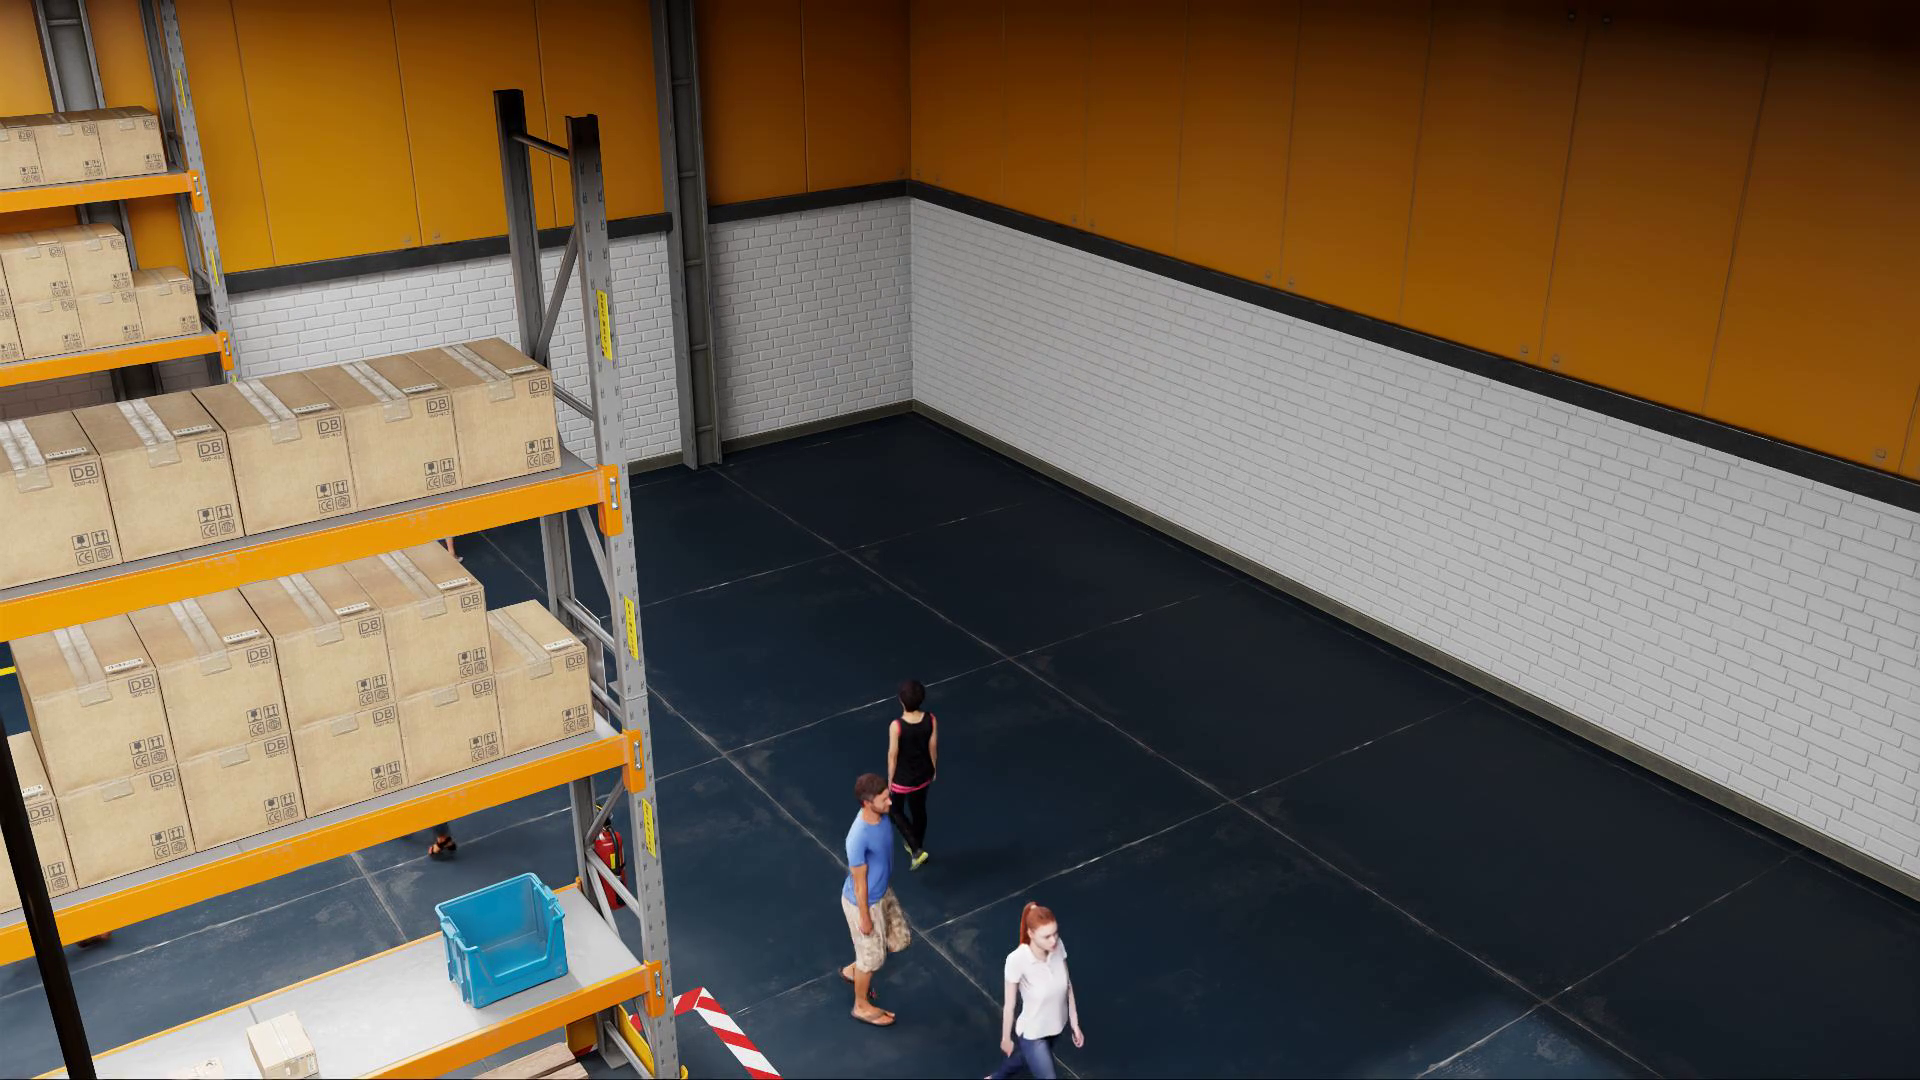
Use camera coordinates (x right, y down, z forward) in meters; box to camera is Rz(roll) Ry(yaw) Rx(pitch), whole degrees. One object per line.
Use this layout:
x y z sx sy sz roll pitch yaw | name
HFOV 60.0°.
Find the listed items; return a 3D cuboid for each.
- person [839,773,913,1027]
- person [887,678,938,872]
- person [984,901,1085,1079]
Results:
-0.659 2.265 10.622 0.893 1.851 0.832 7 25 16 | person
-0.334 1.750 12.190 0.725 1.537 0.666 -12 26 -25 | person
0.394 2.793 9.605 1.126 1.697 0.748 -21 31 -39 | person
